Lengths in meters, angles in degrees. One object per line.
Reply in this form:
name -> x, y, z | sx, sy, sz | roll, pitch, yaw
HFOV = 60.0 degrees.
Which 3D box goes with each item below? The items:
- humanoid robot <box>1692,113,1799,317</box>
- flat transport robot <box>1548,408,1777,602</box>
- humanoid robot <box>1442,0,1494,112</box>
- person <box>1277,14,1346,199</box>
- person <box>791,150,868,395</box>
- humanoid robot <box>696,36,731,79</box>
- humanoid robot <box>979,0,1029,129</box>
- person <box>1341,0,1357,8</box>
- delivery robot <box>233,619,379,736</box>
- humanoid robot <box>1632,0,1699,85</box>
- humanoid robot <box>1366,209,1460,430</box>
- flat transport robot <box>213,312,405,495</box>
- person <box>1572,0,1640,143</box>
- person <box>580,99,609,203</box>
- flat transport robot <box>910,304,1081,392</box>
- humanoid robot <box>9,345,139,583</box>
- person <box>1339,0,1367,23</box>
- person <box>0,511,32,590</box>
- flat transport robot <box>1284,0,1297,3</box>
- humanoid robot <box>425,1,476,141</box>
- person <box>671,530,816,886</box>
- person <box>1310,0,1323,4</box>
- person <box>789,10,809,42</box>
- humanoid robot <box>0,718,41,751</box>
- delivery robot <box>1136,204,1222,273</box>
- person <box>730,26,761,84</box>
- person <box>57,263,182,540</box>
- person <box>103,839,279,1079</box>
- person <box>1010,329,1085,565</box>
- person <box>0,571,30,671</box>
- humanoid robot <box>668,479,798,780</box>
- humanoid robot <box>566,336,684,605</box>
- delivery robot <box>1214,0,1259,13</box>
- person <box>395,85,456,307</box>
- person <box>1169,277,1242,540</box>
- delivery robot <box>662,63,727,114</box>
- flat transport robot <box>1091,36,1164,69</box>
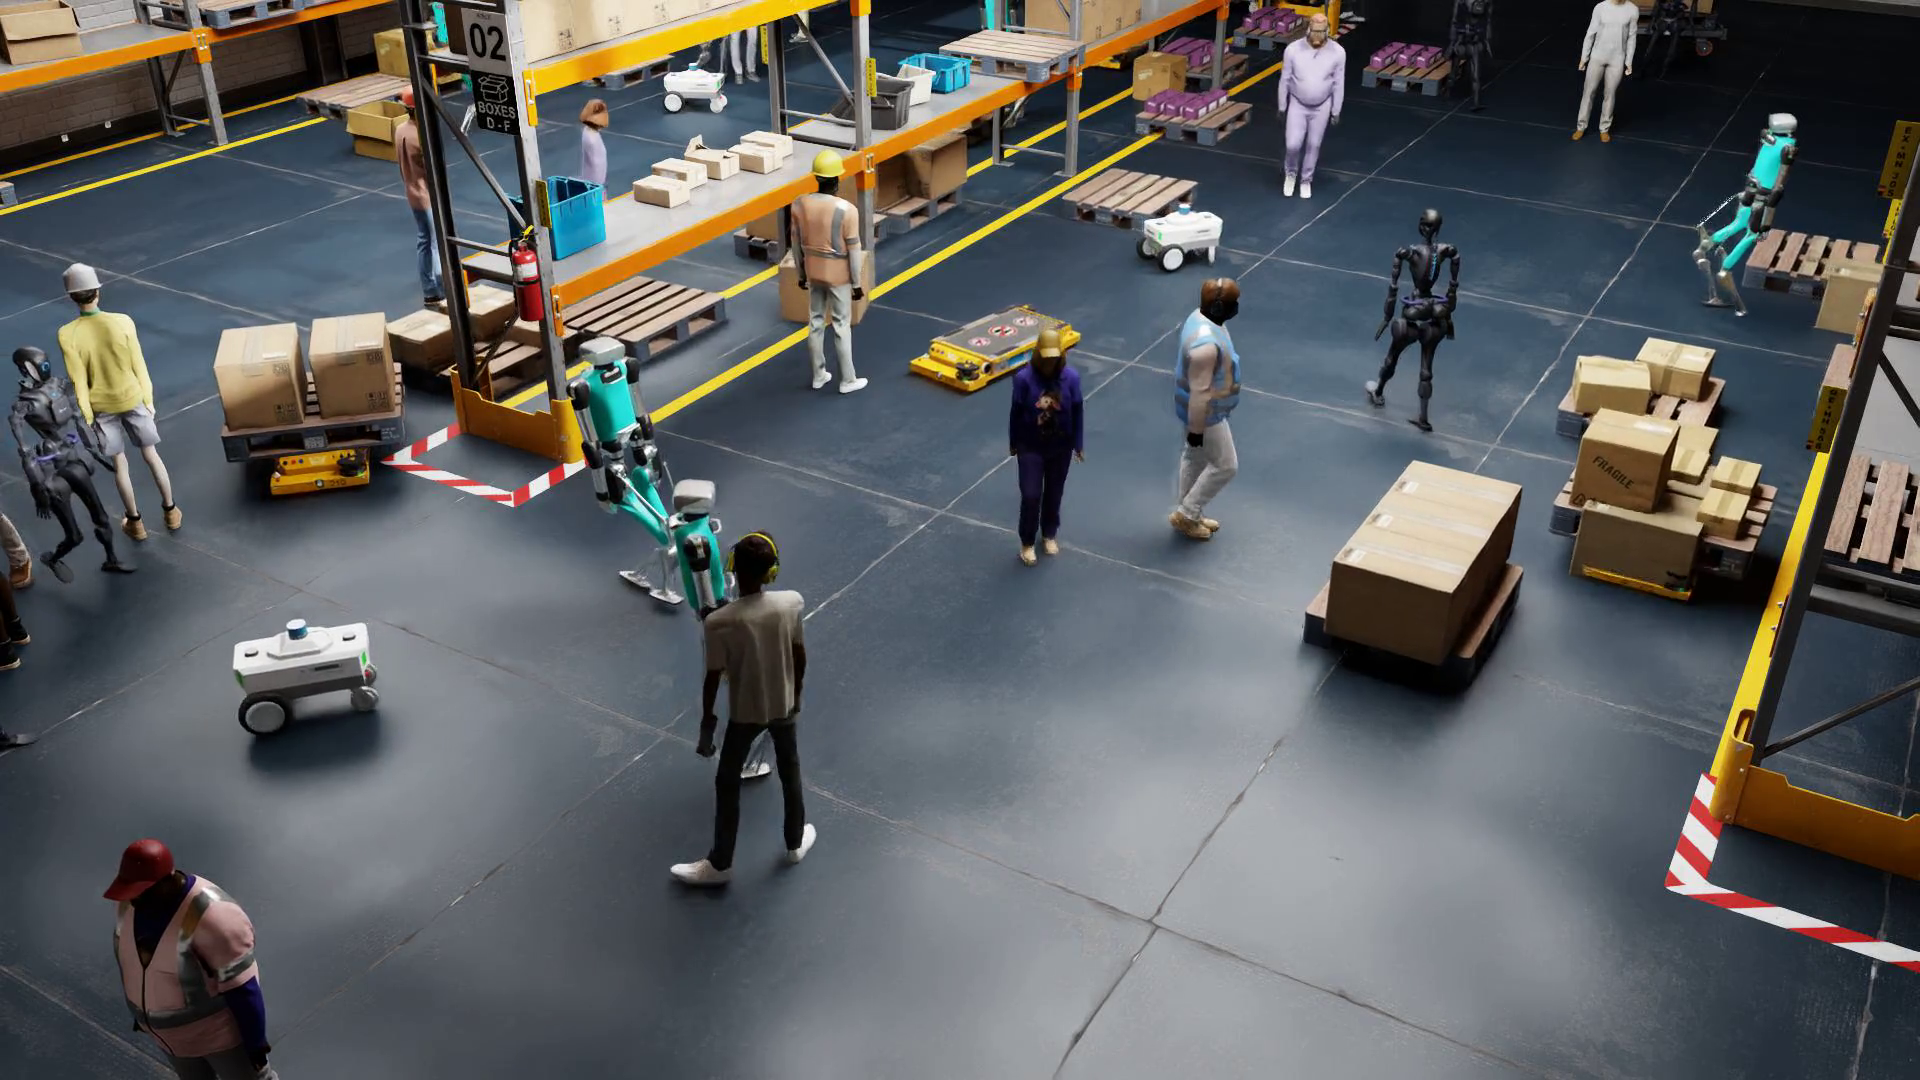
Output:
humanoid robot -> 6.722, -2.789, 14.394 | 0.726, 1.794, 0.567 | 0, 29, 0
flat transport robot -> 4.643, -0.055, 11.039 | 0.659, 0.231, 1.431 | 17, 34, 27
humanoid robot -> 6.212, -6.052, 20.245 | 0.601, 1.627, 0.759 | -6, 30, -10
person -> 3.617, -4.456, 17.177 | 0.670, 1.888, 0.493 | 3, 30, 5
person -> -1.014, -2.068, 12.916 | 0.587, 1.927, 0.381 | 14, 32, 23
humanoid robot -> -3.279, -6.709, 21.339 | 0.918, 1.774, 0.556 | -21, 36, -33
humanoid robot -> 0.645, -5.829, 19.794 | 0.563, 1.783, 0.887 | 19, 35, 30
person -> 6.009, -9.084, 25.501 | 0.342, 1.749, 0.570 | -22, 36, -33
delivery robot -> -3.686, 0.721, 9.367 | 0.781, 0.587, 0.499 | -9, 31, -16
humanoid robot -> 9.141, -6.726, 21.415 | 0.611, 1.648, 0.475 | 1, 30, 2
humanoid robot -> 3.449, -1.698, 12.547 | 0.613, 1.627, 0.754 | -6, 30, -10
flat transport robot -> -4.706, -0.756, 12.279 | 0.659, 0.231, 1.431 | -8, 30, -14
person -> 7.422, -5.527, 19.068 | 0.580, 1.895, 0.355 | 9, 31, 16
person -> -3.421, -3.249, 15.320 | 0.566, 1.616, 0.514 | -2, 30, -4
flat transport robot -> 0.307, -1.606, 13.782 | 0.659, 0.231, 1.431 | 24, 37, 36
humanoid robot -> -5.597, -0.457, 10.317 | 0.469, 1.642, 0.599 | 7, 30, 12
person -> 5.863, -8.589, 24.555 | 0.564, 1.815, 0.548 | 21, 35, 32
person -> -6.127, -0.397, 9.967 | 0.617, 1.936, 1.076 | 2, 30, 4
flat transport robot -> 4.769, -8.757, 26.432 | 1.431, 0.231, 0.659 | 23, 37, 34
humanoid robot -> -5.720, -5.623, 19.456 | 0.534, 1.784, 1.016 | 12, 32, 21
person -> -1.063, 0.838, 7.875 | 0.759, 1.838, 0.330 | -16, 33, -26
person -> 5.745, -9.187, 25.594 | 0.621, 1.846, 0.429 | 19, 34, 29
person -> -2.313, -7.951, 23.497 | 0.337, 1.749, 0.572 | 1, 29, 2
humanoid robot -> -5.422, 0.384, 8.864 | 0.610, 1.646, 0.613 | -7, 30, -12
delivery robot -> 2.092, -2.880, 15.724 | 0.744, 0.573, 0.500 | -12, 32, -20
person -> -2.829, -6.884, 21.425 | 0.511, 1.952, 0.465 | -14, 32, -23
person -> -5.514, -0.885, 10.871 | 0.471, 1.882, 0.413 | -19, 35, -30
person -> -2.857, 1.808, 6.250 | 0.598, 1.746, 0.418 | 10, 31, 17
person -> 0.561, -0.585, 10.604 | 0.460, 1.606, 0.508 | -5, 30, -8
person -> -5.762, -0.145, 9.488 | 0.374, 1.958, 0.605 | -8, 30, -14
humanoid robot -> -1.091, 0.533, 8.595 | 0.683, 1.870, 0.554 | -7, 30, -12
humanoid robot -> -1.886, -0.329, 10.040 | 0.833, 1.764, 0.537 | 18, 34, 29
delivery robot -> 4.260, -8.393, 25.501 | 0.789, 0.598, 0.499 | 12, 32, 21
person -> -4.583, -2.953, 14.414 | 0.394, 1.991, 0.622 | -25, 38, -37
person -> 1.614, -0.844, 10.846 | 0.451, 1.825, 0.630 | 2, 30, 3
delivery robot -> -3.279, -5.568, 20.496 | 0.782, 0.589, 0.499 | 2, 30, 4
flat transport robot -> 2.232, -6.742, 22.868 | 0.659, 0.231, 1.431 | 17, 33, 27
